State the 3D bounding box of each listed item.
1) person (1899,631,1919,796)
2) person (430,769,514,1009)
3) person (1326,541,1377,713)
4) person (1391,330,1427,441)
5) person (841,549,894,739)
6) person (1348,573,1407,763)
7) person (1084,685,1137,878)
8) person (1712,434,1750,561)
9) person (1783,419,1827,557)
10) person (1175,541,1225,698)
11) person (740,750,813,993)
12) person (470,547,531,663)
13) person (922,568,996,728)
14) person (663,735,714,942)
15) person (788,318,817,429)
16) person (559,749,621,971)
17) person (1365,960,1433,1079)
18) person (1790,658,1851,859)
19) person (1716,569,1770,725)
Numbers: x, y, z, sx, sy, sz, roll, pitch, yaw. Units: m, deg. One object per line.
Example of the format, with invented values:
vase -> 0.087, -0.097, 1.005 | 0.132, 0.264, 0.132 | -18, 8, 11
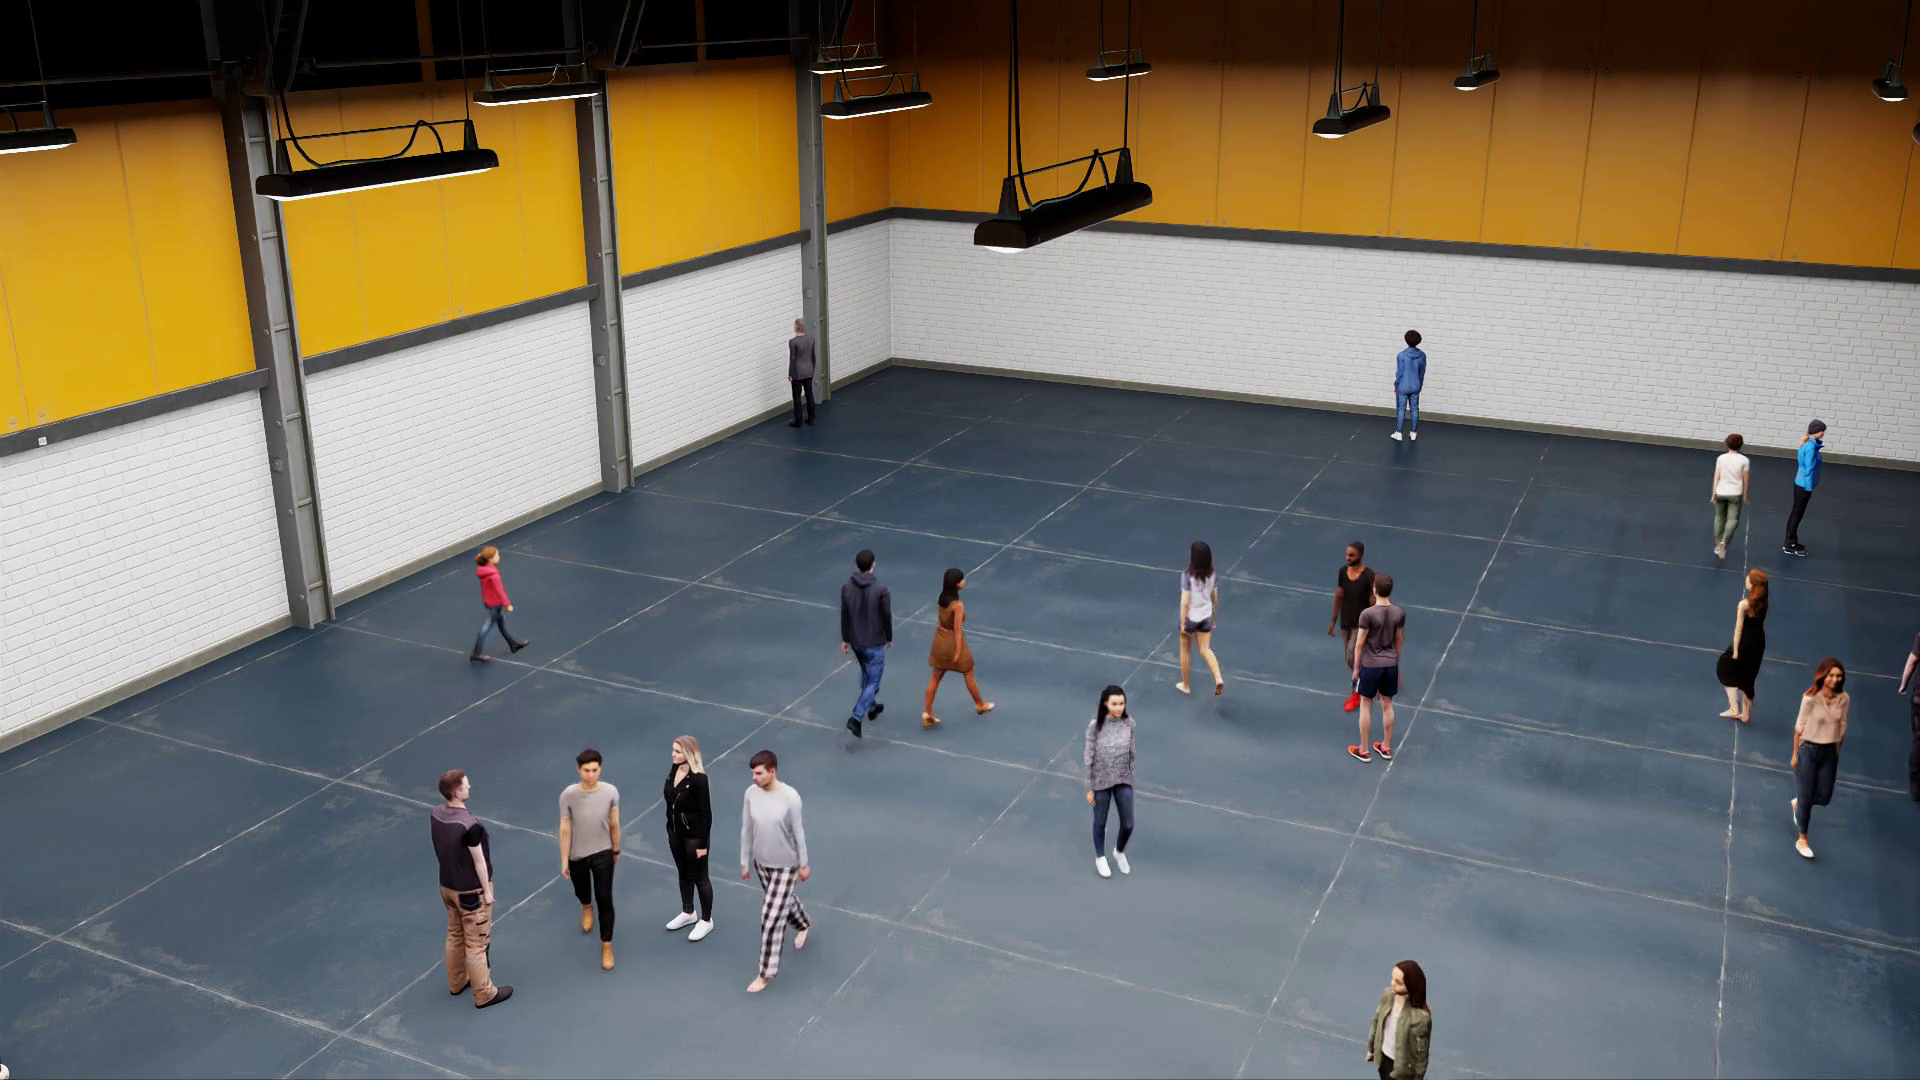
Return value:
person -> 8.952, 1.479, 15.249 | 0.780, 1.796, 1.213 | 10, 21, 26
person -> -3.618, 2.509, 12.117 | 0.733, 1.842, 0.667 | 14, 23, 36
person -> 4.143, 0.859, 17.102 | 0.841, 1.789, 0.816 | -11, 22, -30
person -> 7.323, -2.531, 27.135 | 0.763, 1.810, 0.757 | -2, 19, -6
person -> -0.936, 1.052, 16.417 | 0.658, 1.859, 1.177 | 8, 20, 23
person -> 4.012, 1.222, 15.931 | 0.716, 1.848, 0.757 | -5, 19, -15
person -> 1.227, 1.981, 13.883 | 0.730, 1.717, 0.768 | -3, 19, -9
person -> 9.931, -0.543, 21.502 | 0.677, 1.637, 1.035 | 13, 22, 33
person -> 11.018, -0.704, 21.713 | 0.676, 1.808, 0.453 | 8, 20, 22
person -> 2.497, 0.857, 17.218 | 0.962, 1.717, 0.987 | -9, 21, -25
person -> -1.345, 2.395, 12.532 | 0.647, 1.794, 1.161 | 8, 20, 23
person -> -5.201, 0.733, 18.265 | 0.977, 1.286, 0.848 | -10, 21, -27
person -> -0.166, 1.108, 16.588 | 1.122, 1.643, 0.935 | -12, 22, -31
person -> -2.102, 2.297, 12.989 | 0.662, 1.687, 0.621 | 15, 24, 38
person -> -2.666, -2.821, 27.946 | 0.686, 1.841, 0.865 | -16, 25, -40
person -> -2.844, 2.367, 12.776 | 1.015, 1.692, 1.178 | -3, 19, -9
person -> 2.800, 3.285, 10.433 | 1.067, 1.447, 0.992 | -7, 20, -20
person -> 7.310, 1.818, 14.269 | 0.757, 1.779, 0.915 | 2, 19, 5
person -> 7.962, 1.104, 16.654 | 0.682, 1.610, 0.743 | -7, 20, -20
